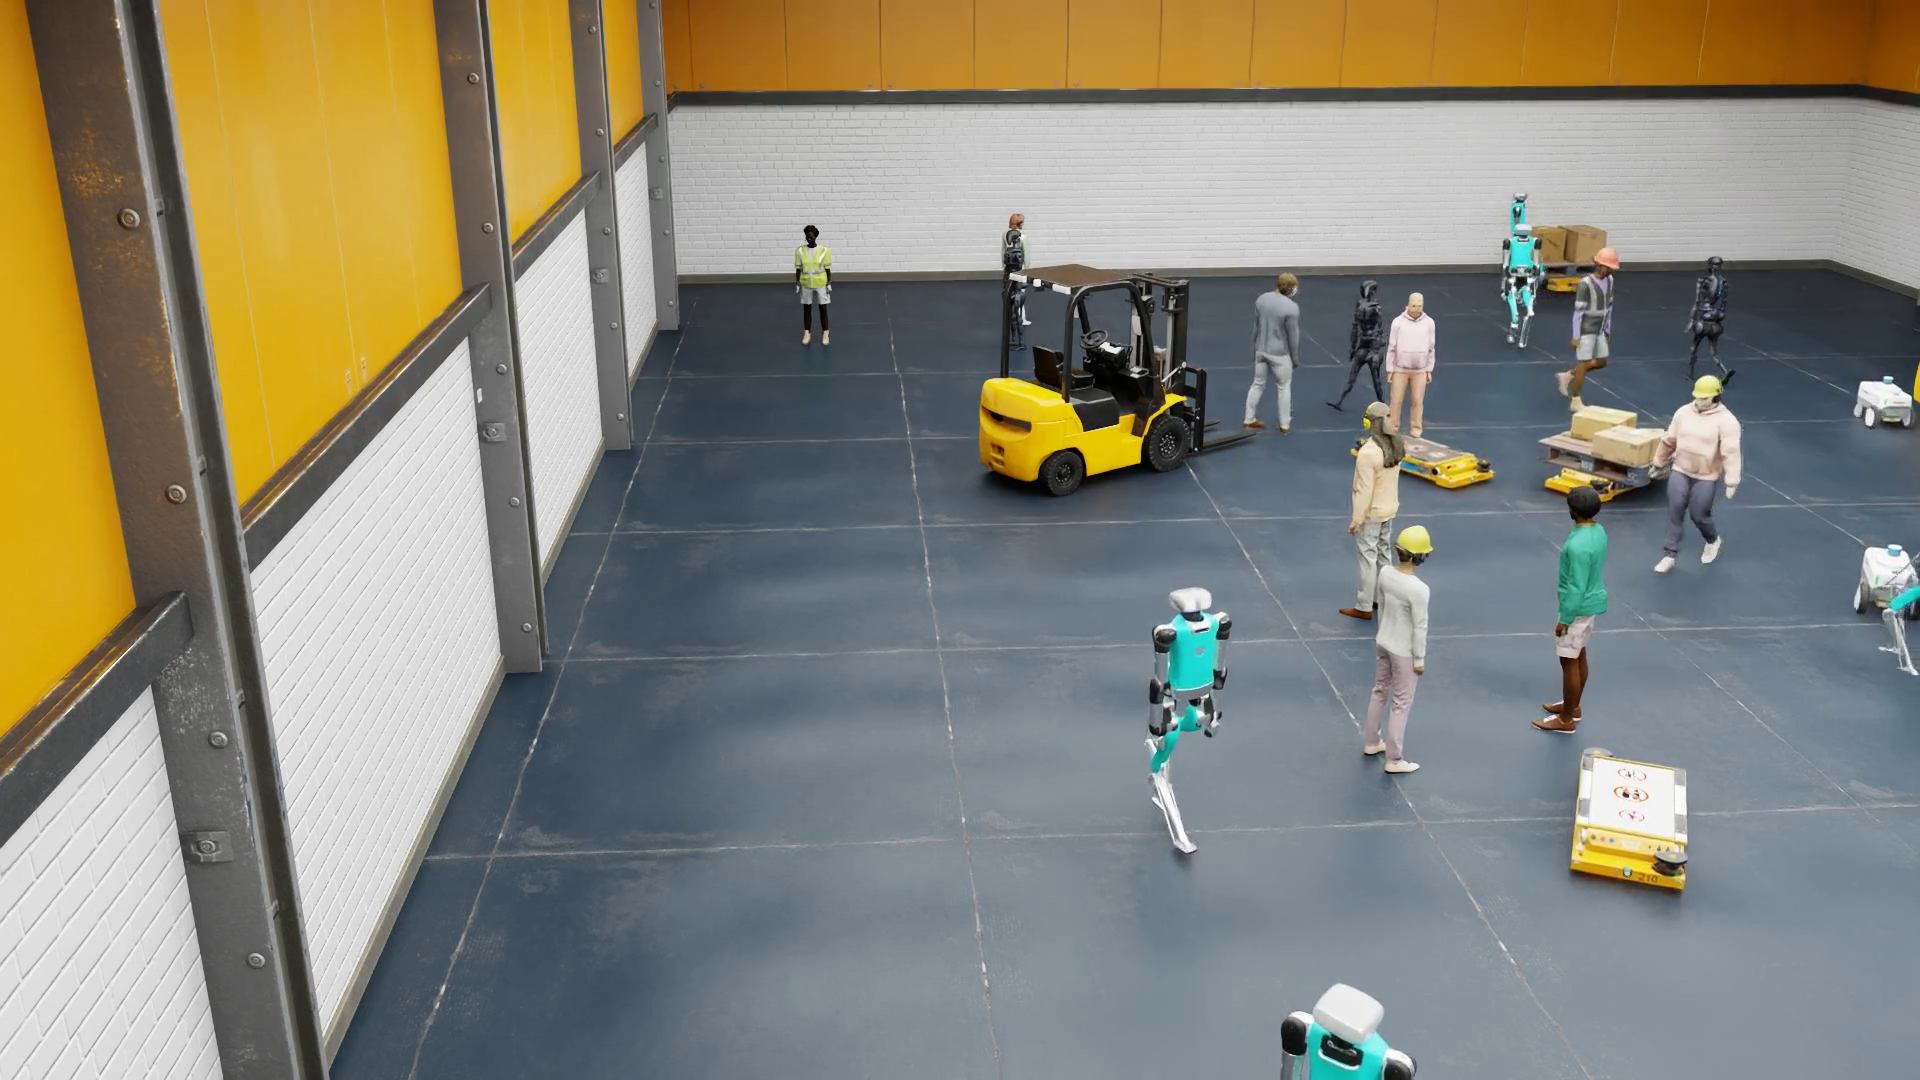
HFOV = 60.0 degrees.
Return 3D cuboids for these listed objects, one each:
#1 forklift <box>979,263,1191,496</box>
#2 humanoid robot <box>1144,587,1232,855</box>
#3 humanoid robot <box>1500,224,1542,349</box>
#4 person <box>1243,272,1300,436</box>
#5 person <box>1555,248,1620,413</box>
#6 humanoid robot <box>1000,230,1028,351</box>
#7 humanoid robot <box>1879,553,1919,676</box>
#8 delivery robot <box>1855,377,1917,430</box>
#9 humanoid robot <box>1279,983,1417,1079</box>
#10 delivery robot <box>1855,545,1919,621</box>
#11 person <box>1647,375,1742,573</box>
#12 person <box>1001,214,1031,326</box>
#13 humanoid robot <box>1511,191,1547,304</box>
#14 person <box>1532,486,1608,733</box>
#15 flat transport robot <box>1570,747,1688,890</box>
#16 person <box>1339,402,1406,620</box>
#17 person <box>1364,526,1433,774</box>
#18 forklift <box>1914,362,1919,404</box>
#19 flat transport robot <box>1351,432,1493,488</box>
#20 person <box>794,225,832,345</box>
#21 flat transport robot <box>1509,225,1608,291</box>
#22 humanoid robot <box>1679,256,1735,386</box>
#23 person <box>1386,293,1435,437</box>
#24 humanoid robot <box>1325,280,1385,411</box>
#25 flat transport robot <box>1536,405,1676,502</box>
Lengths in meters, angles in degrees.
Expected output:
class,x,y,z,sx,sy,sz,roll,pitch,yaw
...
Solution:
class,x,y,z,sx,sy,sz,roll,pitch,yaw
forklift,1.315,-1.764,17.646,2.313,2.155,1.214,-14,24,-33
humanoid robot,1.355,1.077,10.554,0.545,1.762,0.945,-9,22,-23
humanoid robot,7.727,-3.421,22.891,0.551,1.762,1.044,3,20,7
person,3.614,-2.147,19.104,0.487,1.904,0.660,-15,25,-34
person,7.535,-2.528,19.984,0.675,2.012,0.620,-15,25,-36
humanoid robot,0.753,-3.462,23.001,0.315,1.654,0.599,-7,21,-17
humanoid robot,7.502,0.189,13.032,0.530,1.800,0.803,-13,24,-32
delivery robot,10.916,-1.635,19.651,0.499,0.583,0.758,1,20,3
humanoid robot,1.368,2.577,6.442,0.555,1.736,0.969,13,24,32
delivery robot,7.979,0.335,14.281,0.499,0.581,0.767,7,21,19
person,6.672,-0.635,15.033,0.643,1.812,0.831,-18,27,-39
person,0.820,-3.977,24.473,0.513,1.637,0.312,18,27,39
humanoid robot,8.799,-4.494,25.627,0.744,1.712,0.531,7,21,19
person,4.439,0.506,11.961,0.402,1.847,0.493,14,24,33
flat transport robot,4.342,1.780,10.777,0.659,0.231,1.431,8,22,20
person,3.479,-0.239,13.952,0.555,1.875,0.403,-18,27,-40
person,3.043,0.739,11.450,0.322,1.762,0.519,-7,21,-18
forklift,12.602,-2.435,19.475,2.313,2.155,1.214,-1,20,-4
flat transport robot,4.993,-0.876,18.015,0.659,0.231,1.431,-13,24,-31
person,-2.053,-3.574,23.301,0.535,1.694,0.320,2,20,6
flat transport robot,9.789,-4.312,27.377,0.659,0.231,1.431,-3,20,-9
humanoid robot,9.609,-2.784,21.224,0.610,1.624,0.691,-9,22,-22
person,5.025,-1.896,18.612,0.530,1.776,0.416,2,20,6
humanoid robot,4.837,-2.293,19.886,0.772,1.627,0.591,-8,22,-21
flat transport robot,6.864,-0.697,17.526,1.431,0.231,0.659,-15,25,-36
